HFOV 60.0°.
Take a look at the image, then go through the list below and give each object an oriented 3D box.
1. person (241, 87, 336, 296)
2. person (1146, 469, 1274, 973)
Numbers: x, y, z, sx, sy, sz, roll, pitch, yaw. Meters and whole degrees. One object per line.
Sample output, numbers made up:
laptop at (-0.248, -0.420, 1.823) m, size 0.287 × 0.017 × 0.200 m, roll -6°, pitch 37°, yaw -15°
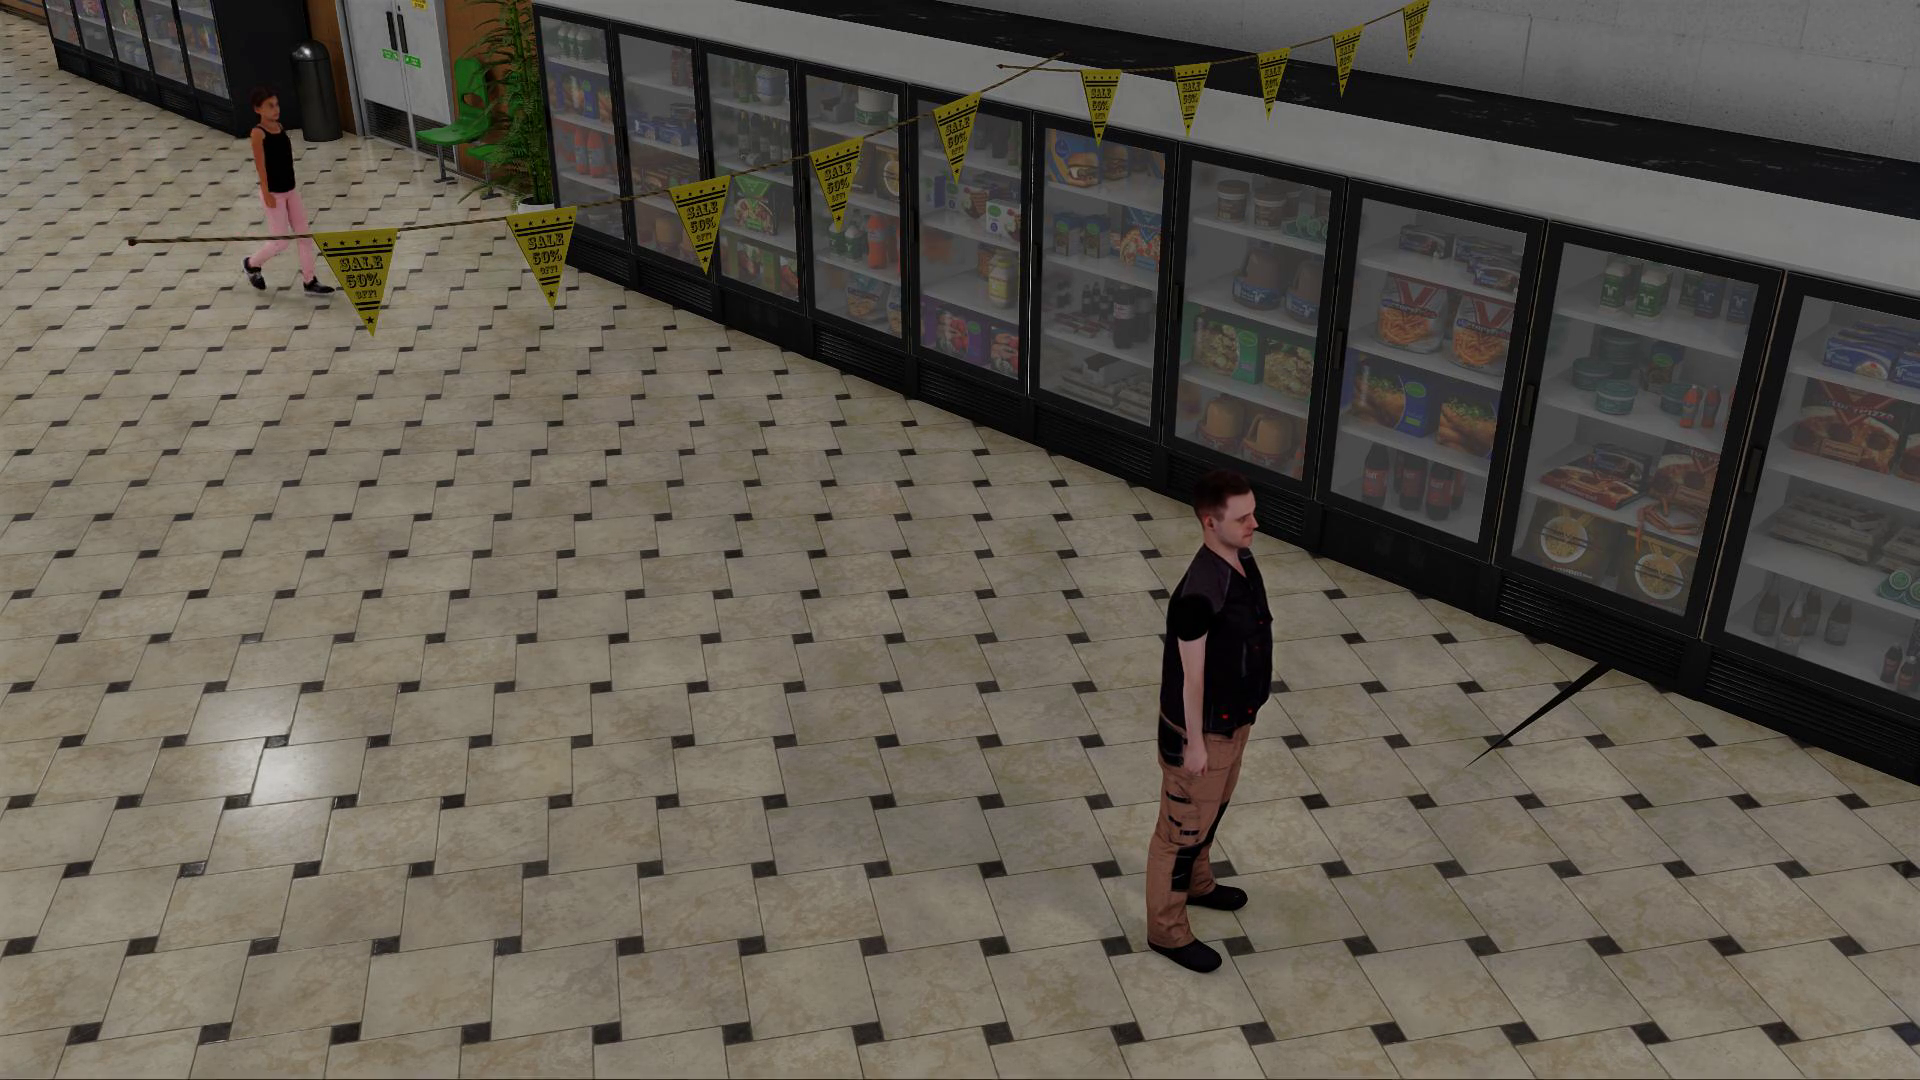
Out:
person at (-5.069, -2.547, 12.249) m, size 0.861 × 1.546 × 0.936 m, roll 7°, pitch 28°, yaw 14°
person at (0.841, 0.591, 5.734) m, size 0.816 × 1.842 × 0.662 m, roll 11°, pitch 29°, yaw 21°
